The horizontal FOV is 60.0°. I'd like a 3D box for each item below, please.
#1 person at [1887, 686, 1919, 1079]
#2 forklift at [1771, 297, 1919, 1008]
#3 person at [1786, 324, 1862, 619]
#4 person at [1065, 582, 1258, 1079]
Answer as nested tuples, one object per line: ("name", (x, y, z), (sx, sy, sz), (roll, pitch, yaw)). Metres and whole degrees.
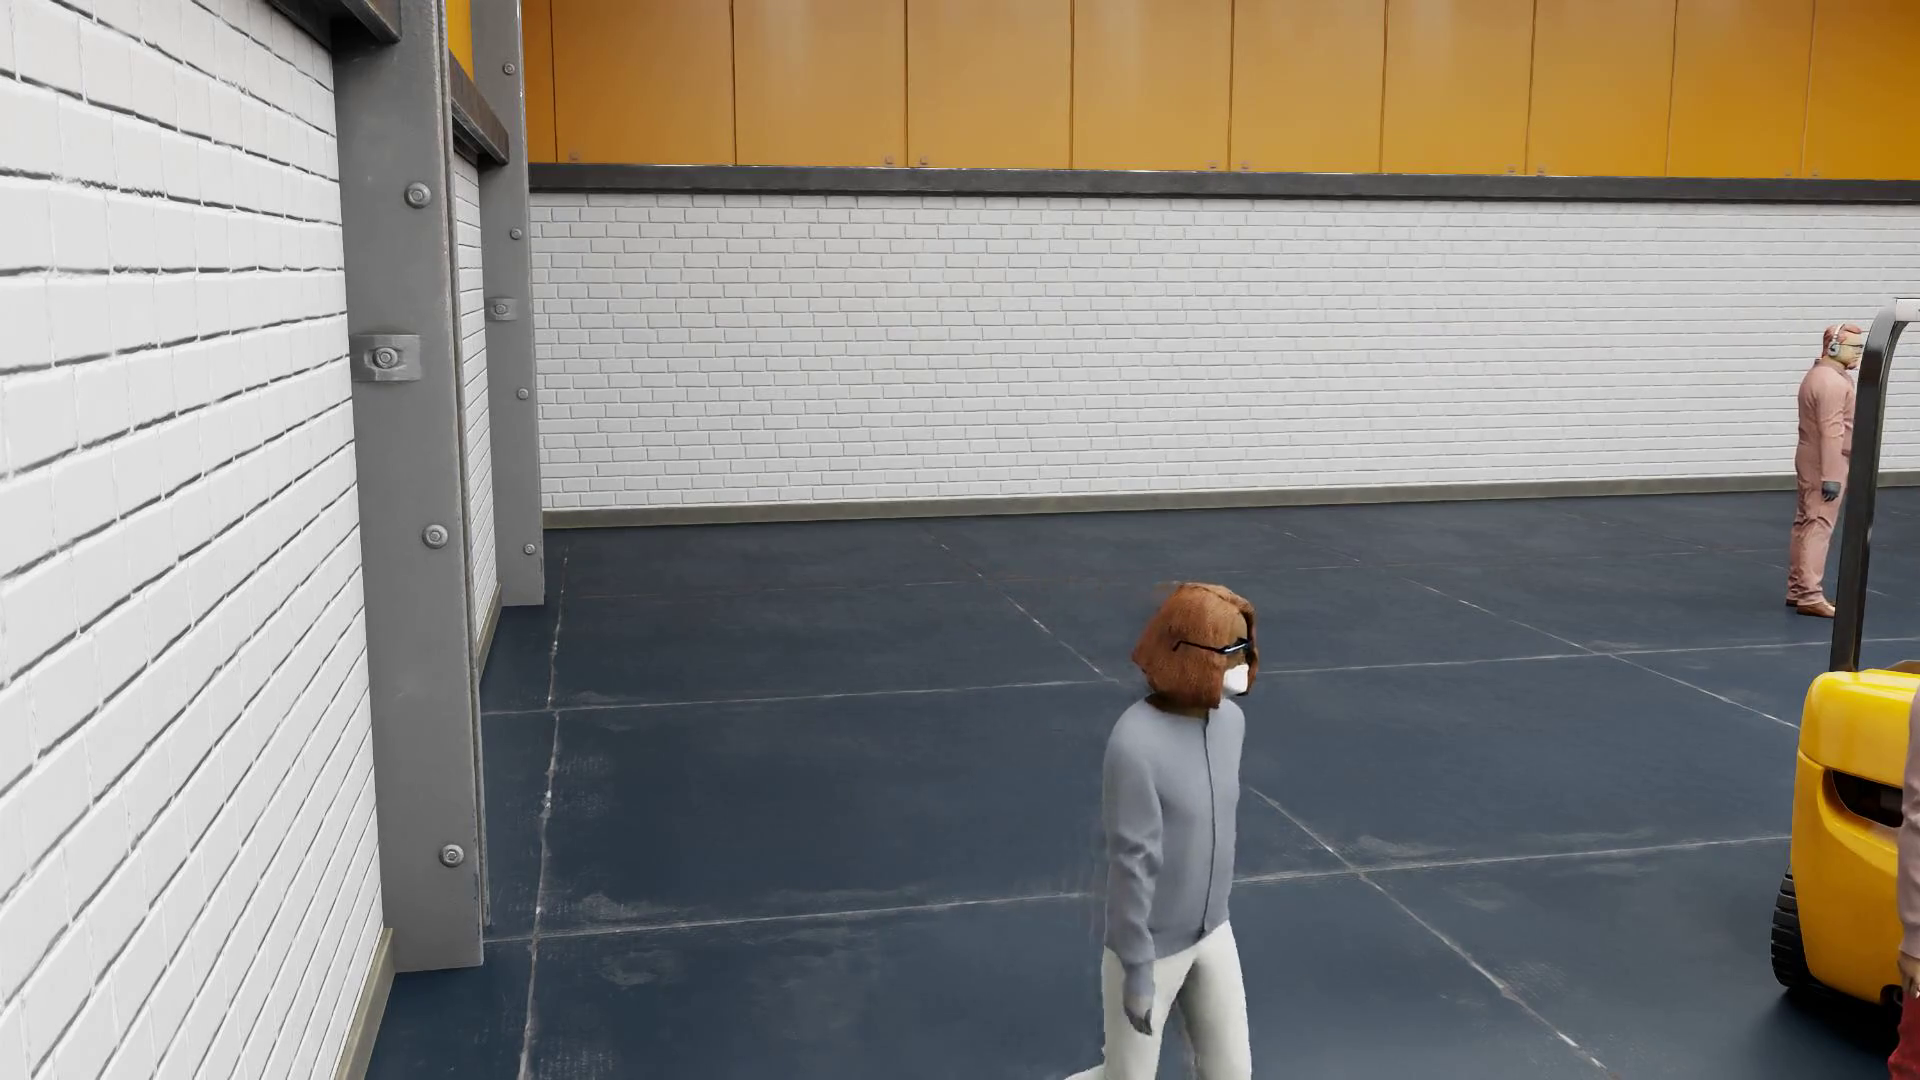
("person", (2.222, 0.817, 3.536), (0.533, 1.767, 0.325), (-3, 10, -18))
("forklift", (3.542, 0.334, 5.177), (2.313, 2.155, 1.214), (-9, 13, -43))
("person", (5.673, -0.454, 10.864), (0.399, 1.905, 0.642), (3, 10, 18))
("person", (0.413, 0.866, 3.707), (0.693, 1.606, 0.495), (9, 13, 44))
